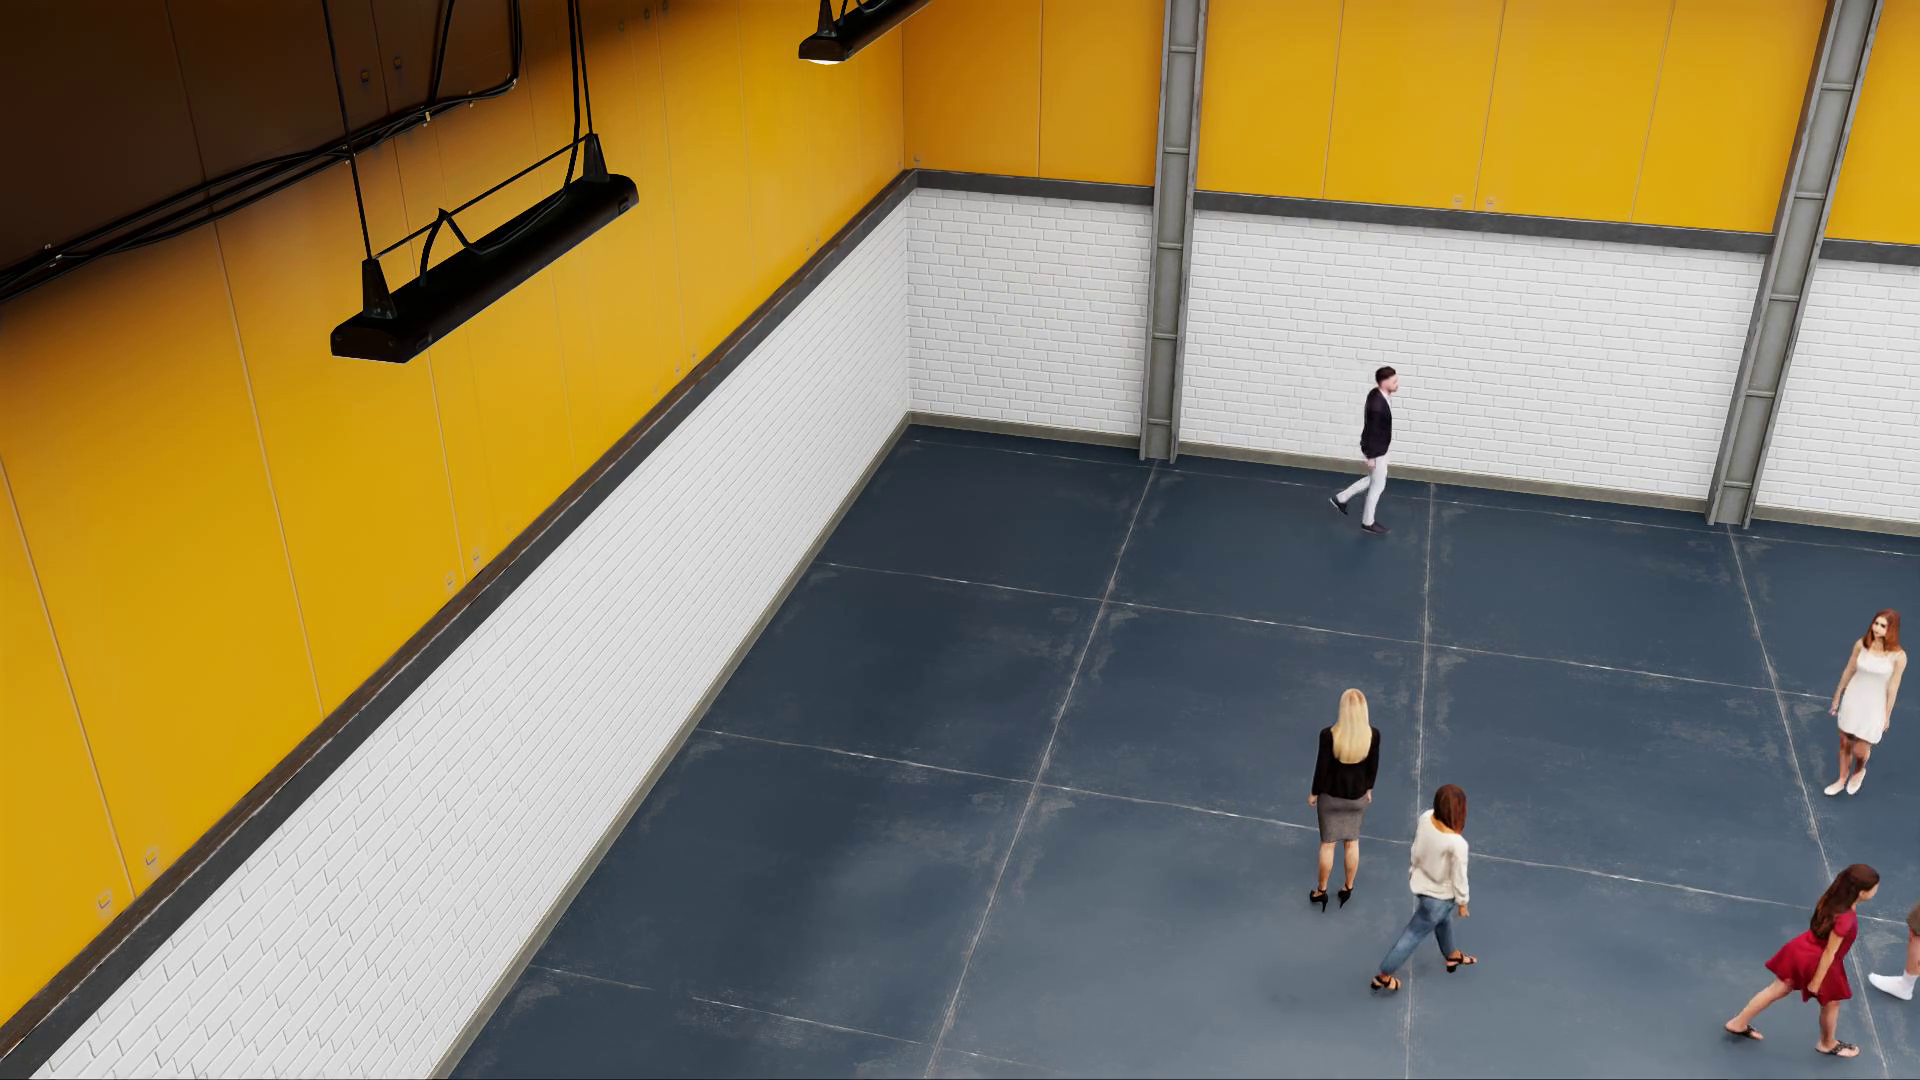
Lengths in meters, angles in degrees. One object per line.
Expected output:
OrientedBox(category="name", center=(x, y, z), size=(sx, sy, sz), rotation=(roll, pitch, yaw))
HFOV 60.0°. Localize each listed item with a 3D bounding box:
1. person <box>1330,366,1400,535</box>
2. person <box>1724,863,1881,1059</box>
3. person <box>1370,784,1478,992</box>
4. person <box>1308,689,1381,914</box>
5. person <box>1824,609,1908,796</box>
OrientedBox(category="person", center=(4.112, -0.928, 16.859), size=(0.849, 1.825, 0.661), rotation=(8, 30, 15))
OrientedBox(category="person", center=(5.366, 2.677, 10.584), size=(1.071, 1.506, 0.622), rotation=(6, 29, 10))
OrientedBox(category="person", center=(3.068, 2.359, 11.032), size=(1.153, 1.635, 0.972), rotation=(-8, 30, -14))
OrientedBox(category="person", center=(2.705, 1.845, 11.758), size=(0.595, 1.842, 0.731), rotation=(-2, 29, -4))
OrientedBox(category="person", center=(7.110, 1.260, 12.977), size=(0.790, 1.702, 0.728), rotation=(-19, 34, -30))
